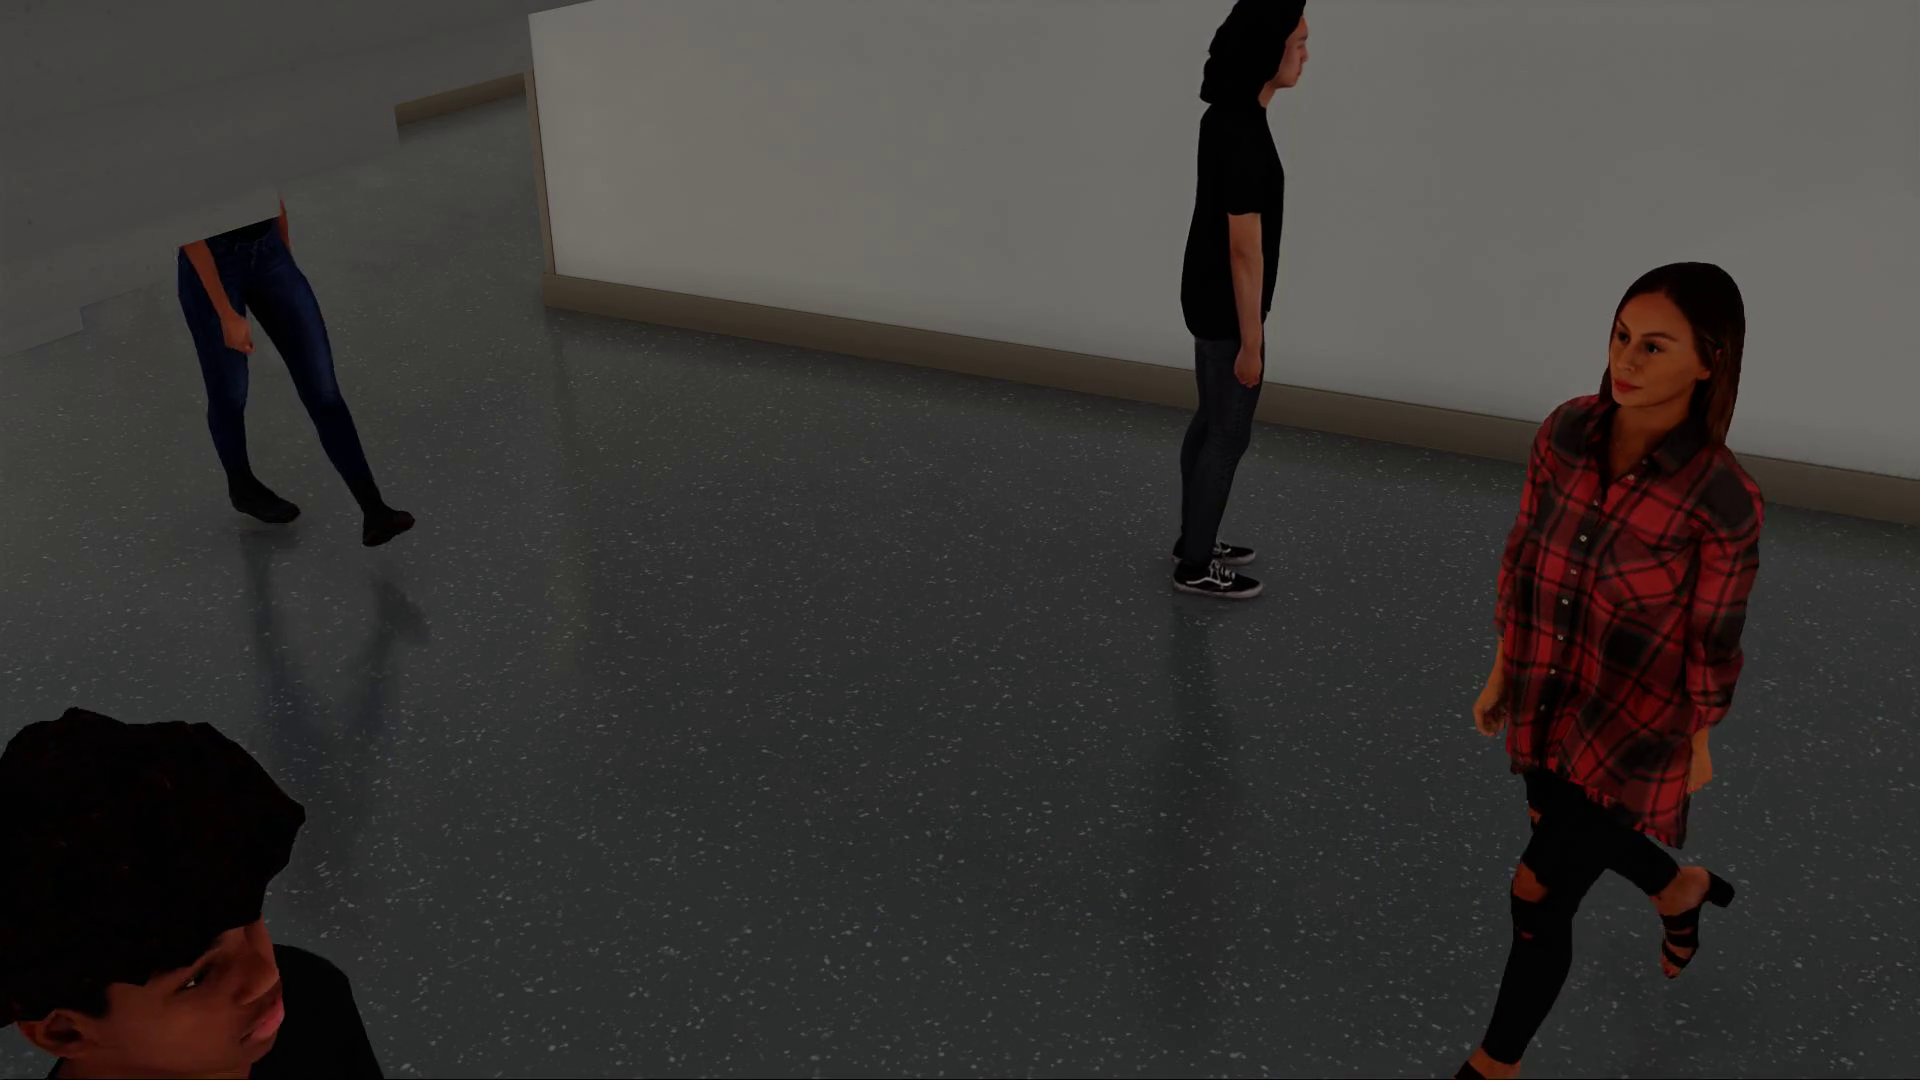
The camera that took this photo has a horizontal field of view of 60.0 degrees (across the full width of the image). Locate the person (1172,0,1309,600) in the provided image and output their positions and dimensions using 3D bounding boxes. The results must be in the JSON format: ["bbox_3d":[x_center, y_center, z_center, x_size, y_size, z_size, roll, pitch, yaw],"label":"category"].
[{"bbox_3d":[0.781,-0.700,4.920,0.695,1.824,0.708,-1,26,-2],"label":"person"}]

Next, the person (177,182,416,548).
[{"bbox_3d":[-2.318,-0.767,5.220,1.162,1.697,0.709,15,29,28],"label":"person"}]

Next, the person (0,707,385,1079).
[{"bbox_3d":[-0.713,0.926,1.633,1.015,1.764,0.811,3,26,7],"label":"person"}]

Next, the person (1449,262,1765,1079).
[{"bbox_3d":[1.212,0.307,3.020,1.079,1.674,1.076,-12,28,-24],"label":"person"}]
